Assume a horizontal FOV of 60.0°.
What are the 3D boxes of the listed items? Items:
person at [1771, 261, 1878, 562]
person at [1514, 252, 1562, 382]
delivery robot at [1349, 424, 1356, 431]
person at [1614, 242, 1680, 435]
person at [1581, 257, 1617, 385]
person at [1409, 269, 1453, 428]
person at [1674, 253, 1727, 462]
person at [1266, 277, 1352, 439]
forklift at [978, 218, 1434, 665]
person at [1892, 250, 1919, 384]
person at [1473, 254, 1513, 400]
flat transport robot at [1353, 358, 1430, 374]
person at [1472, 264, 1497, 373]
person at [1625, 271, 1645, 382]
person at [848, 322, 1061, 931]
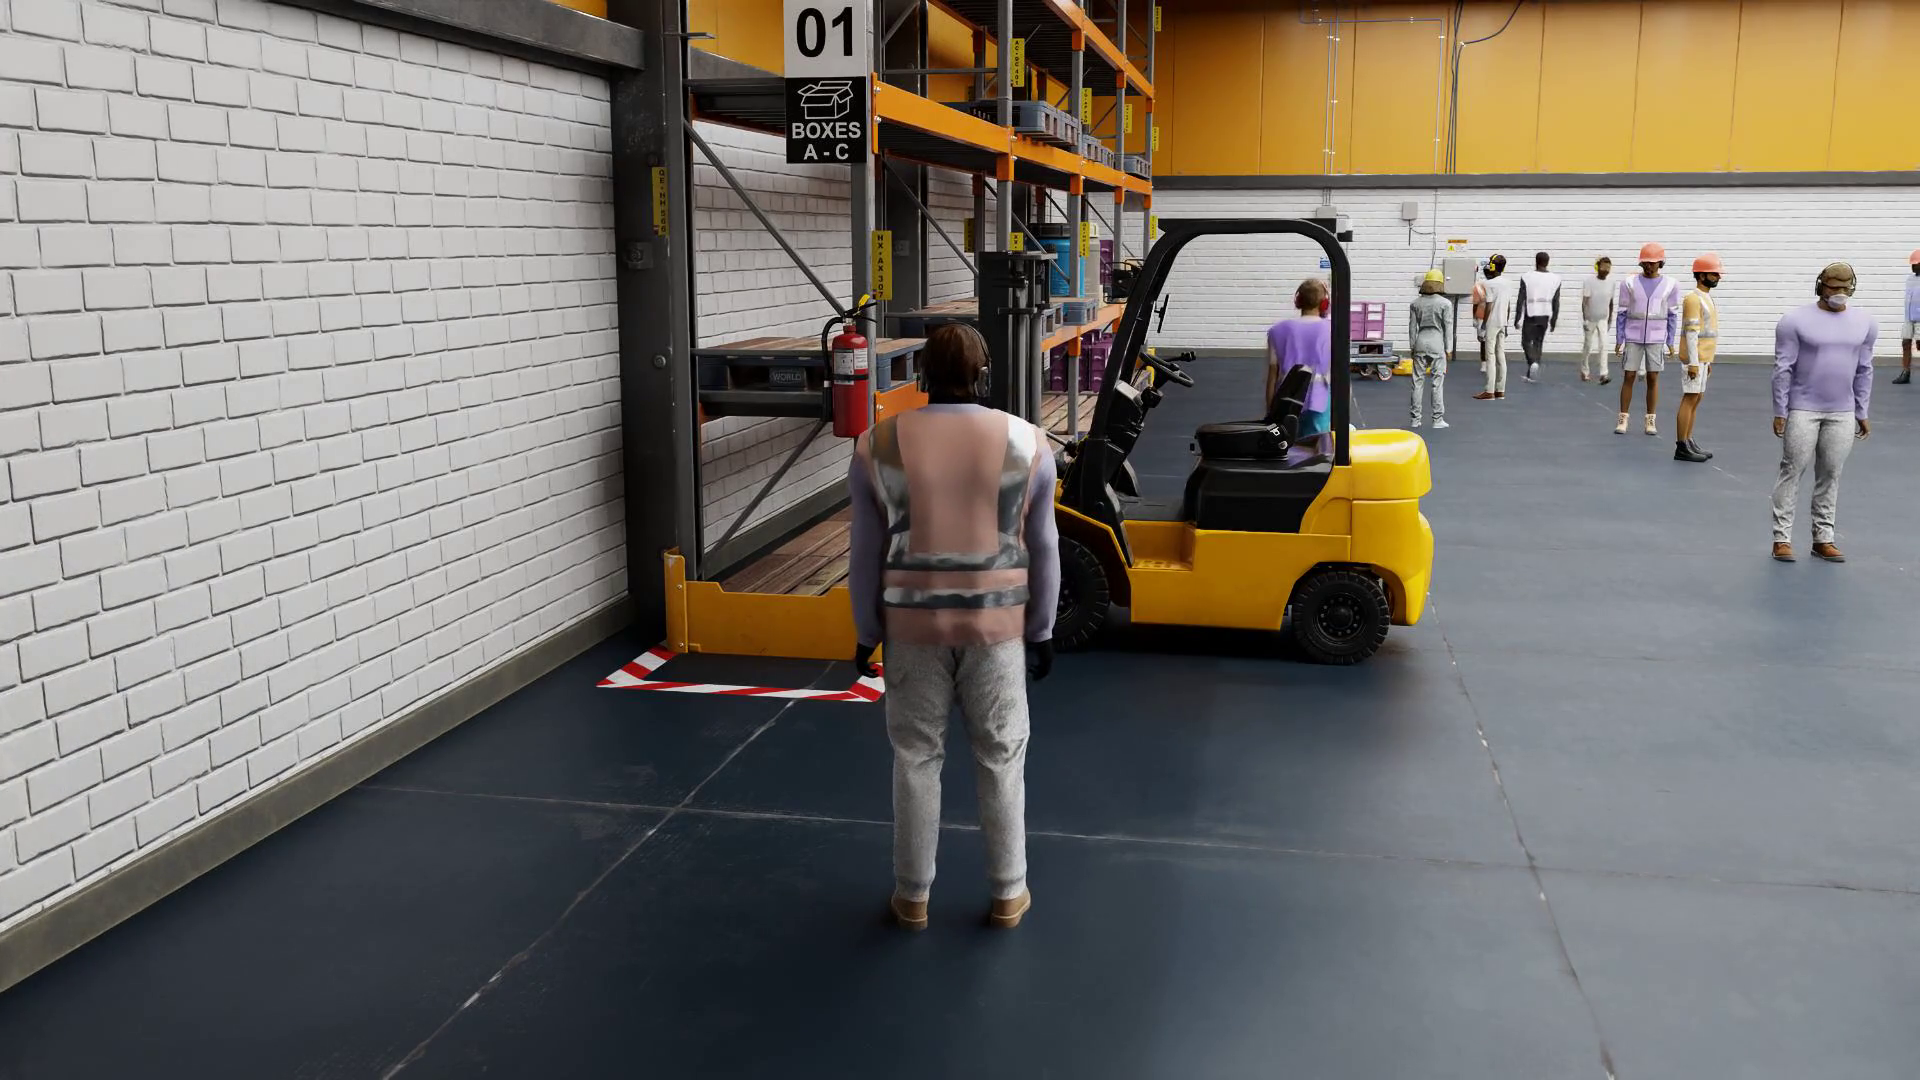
[{"bbox_3d":[5.554,-0.818,10.729,0.627,1.934,0.372,1,10,3],"label":"person"},{"bbox_3d":[8.318,-3.189,23.889,0.647,1.881,0.641,0,10,-1],"label":"person"},{"bbox_3d":[3.368,-0.979,15.132,0.477,0.478,0.707,0,10,2],"label":"delivery robot"},{"bbox_3d":[7.252,-2.121,17.594,0.605,2.033,0.392,4,11,21],"label":"person"},{"bbox_3d":[9.117,-3.130,23.766,0.487,1.804,1.015,1,10,7],"label":"person"},{"bbox_3d":[5.174,-2.098,18.278,0.485,1.740,0.304,7,13,34],"label":"person"},{"bbox_3d":[6.927,-1.704,15.571,0.357,1.938,0.545,7,13,34],"label":"person"},{"bbox_3d":[2.342,-0.864,11.289,0.577,1.822,0.734,4,11,22],"label":"person"},{"bbox_3d":[1.285,-0.567,8.635,2.313,2.155,1.214,2,11,11],"label":"forklift"},{"bbox_3d":[13.708,-3.166,23.669,0.730,1.908,0.557,-3,11,-15],"label":"person"},{"bbox_3d":[6.874,-2.735,21.422,0.508,1.867,0.329,-7,13,-34],"label":"person"},{"bbox_3d":[6.465,-2.716,25.690,0.652,0.197,1.431,-9,14,-41],"label":"flat transport robot"},{"bbox_3d":[8.173,-3.419,25.682,0.542,1.680,0.458,4,11,19],"label":"person"},{"bbox_3d":[9.883,-3.099,24.050,0.511,1.620,0.360,3,11,15],"label":"person"},{"bbox_3d":[-0.017,0.268,5.024,0.634,1.841,0.429,0,10,-2],"label":"person"}]
